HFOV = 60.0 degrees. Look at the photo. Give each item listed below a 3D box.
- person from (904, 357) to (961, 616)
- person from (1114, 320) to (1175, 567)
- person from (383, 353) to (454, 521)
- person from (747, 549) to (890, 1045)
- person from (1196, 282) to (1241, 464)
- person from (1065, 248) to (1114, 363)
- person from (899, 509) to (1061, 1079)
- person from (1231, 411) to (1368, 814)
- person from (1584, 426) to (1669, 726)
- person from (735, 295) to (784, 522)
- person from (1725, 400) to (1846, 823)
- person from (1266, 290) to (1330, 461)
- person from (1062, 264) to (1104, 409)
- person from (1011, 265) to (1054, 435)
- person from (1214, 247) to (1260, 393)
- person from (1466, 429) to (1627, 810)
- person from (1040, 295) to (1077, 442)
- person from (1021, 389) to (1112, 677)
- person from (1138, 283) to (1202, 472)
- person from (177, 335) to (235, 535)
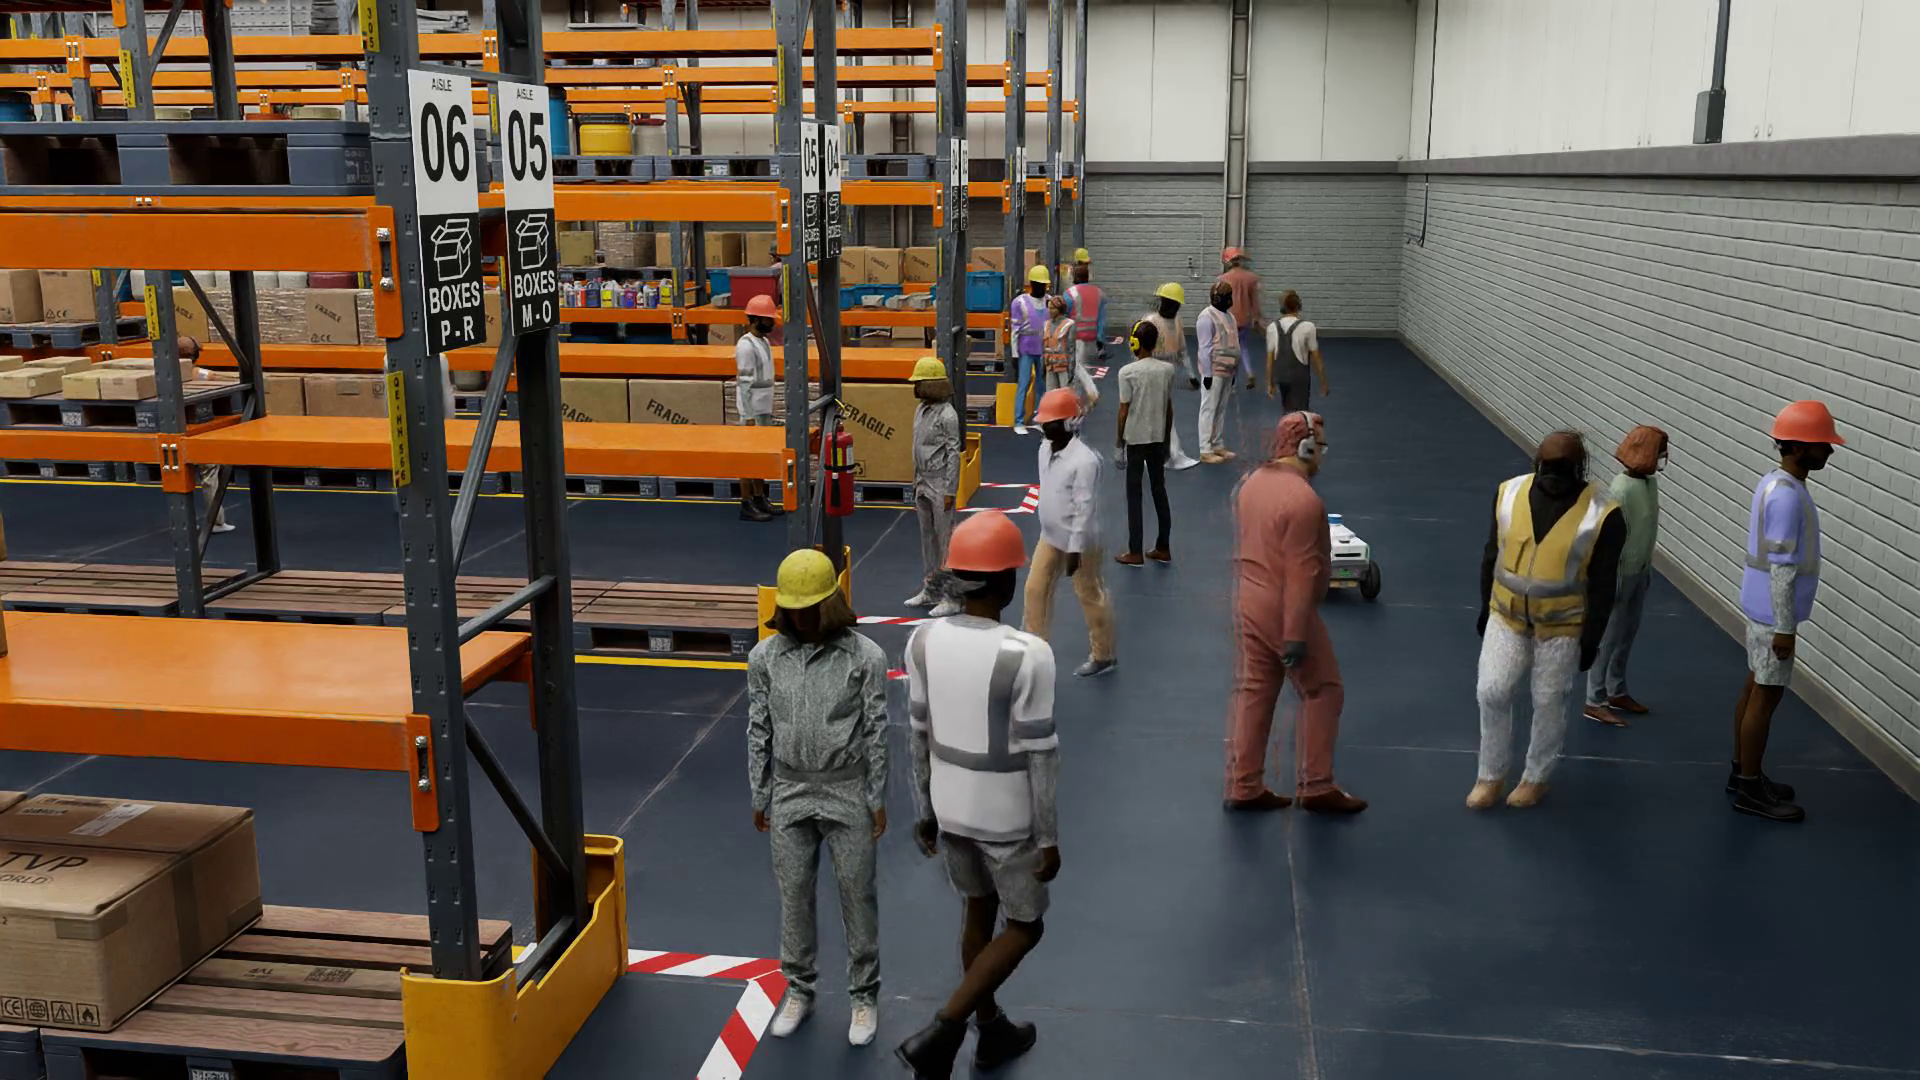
[{"bbox_3d":[-0.184,-0.360,11.175,0.324,1.743,0.490,-7,14,-30],"label":"person"},{"bbox_3d":[1.399,-0.728,12.592,0.505,1.858,0.336,-7,14,-28],"label":"person"},{"bbox_3d":[-4.506,-1.009,13.957,0.610,1.816,0.425,3,13,15],"label":"person"},{"bbox_3d":[-0.484,0.871,5.649,0.490,1.733,0.317,2,13,8],"label":"person"},{"bbox_3d":[2.665,-1.721,17.096,0.429,1.844,0.622,8,15,32],"label":"person"},{"bbox_3d":[1.962,-3.622,25.817,0.920,1.777,0.603,11,16,40],"label":"person"},{"bbox_3d":[0.047,0.860,5.262,0.560,1.920,0.682,10,16,39],"label":"person"},{"bbox_3d":[1.591,0.342,7.677,0.711,1.883,0.652,-4,13,-16],"label":"person"},{"bbox_3d":[3.615,0.184,8.993,0.280,1.627,0.508,11,17,42],"label":"person"},{"bbox_3d":[-1.705,-1.123,14.210,0.388,1.928,0.548,3,13,14],"label":"person"},{"bbox_3d":[3.795,0.318,7.674,0.358,1.938,0.542,5,13,20],"label":"person"},{"bbox_3d":[3.274,-1.527,16.270,0.608,1.817,0.617,10,16,38],"label":"person"},{"bbox_3d":[1.550,-2.554,20.939,0.635,1.814,0.819,-10,16,-38],"label":"person"},{"bbox_3d":[0.863,-2.147,18.858,0.597,1.914,0.403,-5,13,-22],"label":"person"},{"bbox_3d":[3.702,-2.946,22.353,0.657,1.958,0.471,-3,13,-14],"label":"person"},{"bbox_3d":[2.645,0.394,7.608,0.643,1.813,0.617,9,16,37],"label":"person"},{"bbox_3d":[1.079,-1.856,18.182,0.319,1.630,0.528,-10,16,-39],"label":"person"},{"bbox_3d":[0.563,-0.016,9.658,0.838,1.715,0.596,-7,15,-30],"label":"person"},{"bbox_3d":[2.065,-1.626,16.616,0.952,1.862,0.587,9,15,35],"label":"person"},{"bbox_3d":[-6.271,-0.851,13.633,0.525,1.636,0.307,1,13,4],"label":"person"}]
